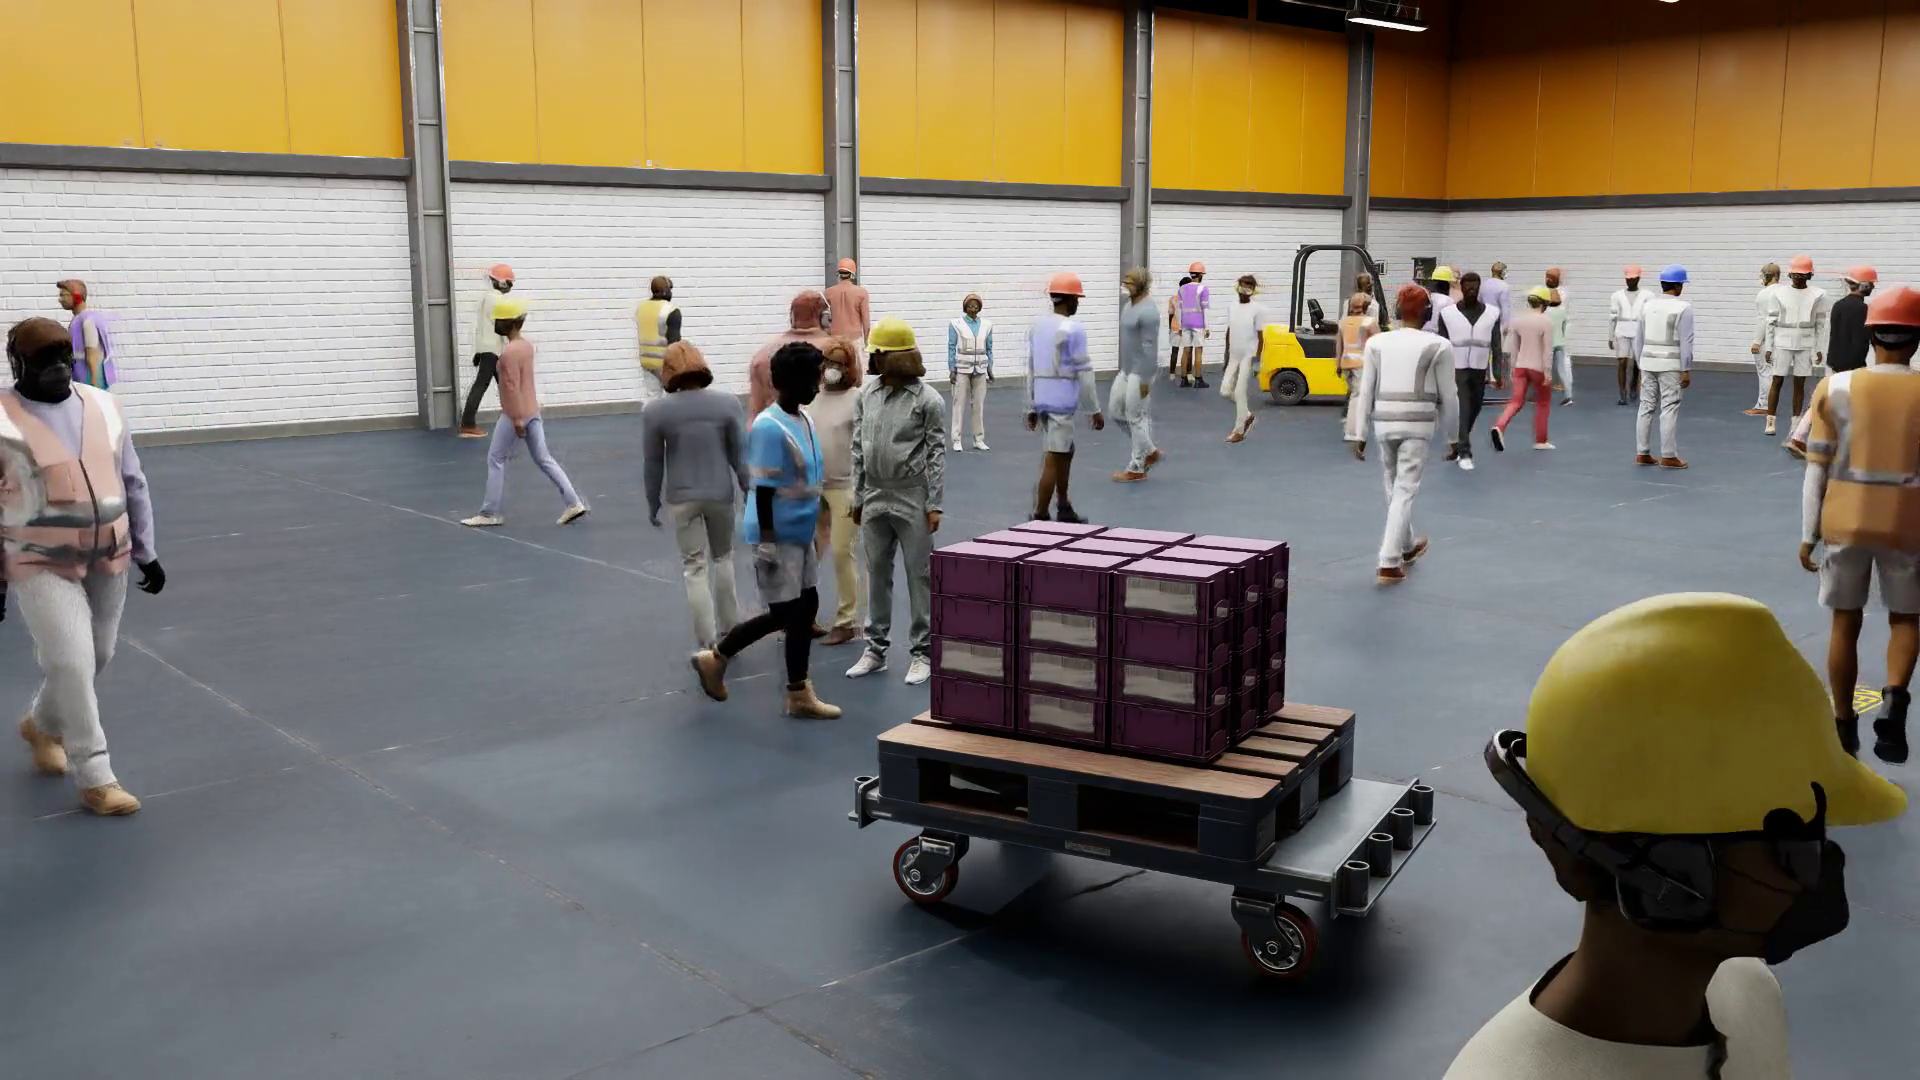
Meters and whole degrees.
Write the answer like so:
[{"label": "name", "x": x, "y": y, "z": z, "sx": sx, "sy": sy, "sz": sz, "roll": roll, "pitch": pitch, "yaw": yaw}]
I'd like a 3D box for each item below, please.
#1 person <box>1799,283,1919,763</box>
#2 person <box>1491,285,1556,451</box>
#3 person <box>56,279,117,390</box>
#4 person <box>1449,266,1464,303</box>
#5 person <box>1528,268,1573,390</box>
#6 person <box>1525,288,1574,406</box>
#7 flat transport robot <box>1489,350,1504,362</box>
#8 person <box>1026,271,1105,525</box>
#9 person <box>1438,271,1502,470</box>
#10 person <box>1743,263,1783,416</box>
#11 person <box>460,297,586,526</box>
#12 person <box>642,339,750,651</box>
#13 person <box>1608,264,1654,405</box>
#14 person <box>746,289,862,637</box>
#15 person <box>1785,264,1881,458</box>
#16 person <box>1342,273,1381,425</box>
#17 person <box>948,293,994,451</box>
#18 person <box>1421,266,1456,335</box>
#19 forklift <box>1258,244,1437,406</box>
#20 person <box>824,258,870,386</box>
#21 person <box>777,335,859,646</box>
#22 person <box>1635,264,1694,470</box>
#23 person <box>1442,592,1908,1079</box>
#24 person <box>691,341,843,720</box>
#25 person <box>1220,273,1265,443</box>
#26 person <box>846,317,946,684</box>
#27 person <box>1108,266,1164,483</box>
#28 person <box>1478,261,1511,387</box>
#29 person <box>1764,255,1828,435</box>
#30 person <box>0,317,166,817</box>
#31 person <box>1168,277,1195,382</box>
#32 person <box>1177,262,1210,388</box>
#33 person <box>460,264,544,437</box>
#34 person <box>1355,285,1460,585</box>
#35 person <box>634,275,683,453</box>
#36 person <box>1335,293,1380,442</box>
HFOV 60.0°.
[{"label": "person", "x": 3.603, "y": -0.040, "z": 6.536, "sx": 0.549, "sy": 1.923, "sz": 0.547, "roll": 5, "pitch": 11, "yaw": 28}, {"label": "person", "x": 5.881, "y": -1.773, "z": 17.239, "sx": 0.784, "sy": 1.733, "sz": 0.525, "roll": -7, "pitch": 12, "yaw": -34}, {"label": "person", "x": -7.502, "y": -1.328, "z": 14.325, "sx": 0.454, "sy": 1.827, "sz": 0.605, "roll": -7, "pitch": 12, "yaw": -37}, {"label": "person", "x": 7.622, "y": -3.346, "z": 26.023, "sx": 0.663, "sy": 1.873, "sz": 0.595, "roll": 5, "pitch": 11, "yaw": 28}, {"label": "person", "x": 8.946, "y": -3.156, "z": 25.027, "sx": 0.810, "sy": 1.829, "sz": 0.596, "roll": -1, "pitch": 10, "yaw": -6}, {"label": "person", "x": 8.066, "y": -2.623, "z": 22.630, "sx": 0.516, "sy": 1.587, "sz": 0.864, "roll": -4, "pitch": 11, "yaw": -24}, {"label": "flat transport robot", "x": 9.931, "y": -3.552, "z": 31.910, "sx": 0.652, "sy": 0.197, "sz": 1.431, "roll": 1, "pitch": 10, "yaw": 4}, {"label": "person", "x": 0.796, "y": -0.975, "z": 12.047, "sx": 0.772, "sy": 1.909, "sz": 0.571, "roll": -6, "pitch": 11, "yaw": -30}, {"label": "person", "x": 4.899, "y": -1.654, "z": 16.100, "sx": 0.599, "sy": 1.883, "sz": 0.932, "roll": 0, "pitch": 10, "yaw": 1}, {"label": "person", "x": 10.226, "y": -2.530, "z": 21.056, "sx": 0.630, "sy": 1.938, "sz": 0.373, "roll": -8, "pitch": 13, "yaw": -39}, {"label": "person", "x": -3.269, "y": -0.953, "z": 12.453, "sx": 0.904, "sy": 1.723, "sz": 0.525, "roll": 1, "pitch": 10, "yaw": 7}, {"label": "person", "x": -1.306, "y": -0.191, "z": 8.286, "sx": 0.536, "sy": 1.609, "sz": 0.563, "roll": -3, "pitch": 10, "yaw": -17}, {"label": "person", "x": 9.116, "y": -2.792, "z": 22.634, "sx": 0.562, "sy": 1.918, "sz": 0.427, "roll": 5, "pitch": 11, "yaw": 25}, {"label": "person", "x": -0.856, "y": -0.425, "z": 9.018, "sx": 0.660, "sy": 1.859, "sz": 0.828, "roll": 3, "pitch": 10, "yaw": 17}, {"label": "person", "x": 8.757, "y": -1.760, "z": 16.504, "sx": 0.992, "sy": 1.955, "sz": 0.608, "roll": -1, "pitch": 10, "yaw": -5}, {"label": "person", "x": 4.910, "y": -2.303, "z": 20.077, "sx": 0.831, "sy": 1.810, "sz": 0.539, "roll": -6, "pitch": 11, "yaw": -31}, {"label": "person", "x": 0.112, "y": -1.742, "z": 17.316, "sx": 0.514, "sy": 1.639, "sz": 0.310, "roll": -4, "pitch": 10, "yaw": -22}, {"label": "person", "x": 5.612, "y": -2.209, "z": 19.281, "sx": 0.870, "sy": 1.893, "sz": 0.612, "roll": -5, "pitch": 11, "yaw": -26}, {"label": "forklift", "x": 5.256, "y": -2.933, "z": 22.661, "sx": 2.313, "sy": 2.155, "sz": 1.214, "roll": 3, "pitch": 10, "yaw": 16}, {"label": "person", "x": -1.448, "y": -2.596, "z": 21.269, "sx": 0.612, "sy": 1.995, "sz": 0.393, "roll": 1, "pitch": 10, "yaw": 7}, {"label": "person", "x": -0.734, "y": -0.250, "z": 8.669, "sx": 0.606, "sy": 1.607, "sz": 0.353, "roll": 4, "pitch": 11, "yaw": 24}, {"label": "person", "x": 6.716, "y": -1.649, "z": 15.862, "sx": 0.404, "sy": 1.948, "sz": 0.605, "roll": -5, "pitch": 11, "yaw": -27}, {"label": "person", "x": 0.541, "y": 0.913, "z": 1.388, "sx": 0.299, "sy": 1.772, "sz": 0.530, "roll": 9, "pitch": 13, "yaw": 43}, {"label": "person", "x": -0.844, "y": -0.031, "z": 7.210, "sx": 0.585, "sy": 1.669, "sz": 0.562, "roll": 3, "pitch": 10, "yaw": 15}, {"label": "person", "x": 3.055, "y": -1.966, "z": 18.039, "sx": 0.454, "sy": 1.838, "sz": 0.548, "roll": -8, "pitch": 12, "yaw": -39}, {"label": "person", "x": -0.308, "y": -0.182, "z": 7.888, "sx": 0.485, "sy": 1.739, "sz": 0.313, "roll": 5, "pitch": 11, "yaw": 27}, {"label": "person", "x": 1.563, "y": -1.462, "z": 14.819, "sx": 0.443, "sy": 1.929, "sz": 0.649, "roll": -2, "pitch": 10, "yaw": -14}, {"label": "person", "x": 8.277, "y": -3.337, "z": 25.784, "sx": 0.362, "sy": 1.935, "sz": 0.631, "roll": -4, "pitch": 10, "yaw": -22}, {"label": "person", "x": 9.398, "y": -2.180, "z": 18.723, "sx": 0.609, "sy": 2.034, "sz": 0.404, "roll": 3, "pitch": 10, "yaw": 17}, {"label": "person", "x": -3.363, "y": 0.074, "z": 6.191, "sx": 0.884, "sy": 1.815, "sz": 0.620, "roll": 6, "pitch": 11, "yaw": 30}, {"label": "person", "x": 3.621, "y": -3.402, "z": 26.903, "sx": 0.532, "sy": 1.690, "sz": 0.320, "roll": 4, "pitch": 10, "yaw": 20}, {"label": "person", "x": 3.614, "y": -3.303, "z": 25.588, "sx": 0.551, "sy": 1.932, "sz": 0.376, "roll": 8, "pitch": 13, "yaw": 39}, {"label": "person", "x": -5.216, "y": -2.121, "z": 18.703, "sx": 0.992, "sy": 1.930, "sz": 0.597, "roll": -6, "pitch": 11, "yaw": -30}, {"label": "person", "x": 2.843, "y": -0.675, "z": 10.475, "sx": 0.592, "sy": 1.831, "sz": 0.978, "roll": 8, "pitch": 13, "yaw": 39}, {"label": "person", "x": -3.020, "y": -1.794, "z": 17.077, "sx": 0.629, "sy": 1.819, "sz": 0.565, "roll": 6, "pitch": 11, "yaw": 31}, {"label": "person", "x": 4.388, "y": -1.884, "z": 18.213, "sx": 0.591, "sy": 1.620, "sz": 0.527, "roll": -7, "pitch": 12, "yaw": -34}]
